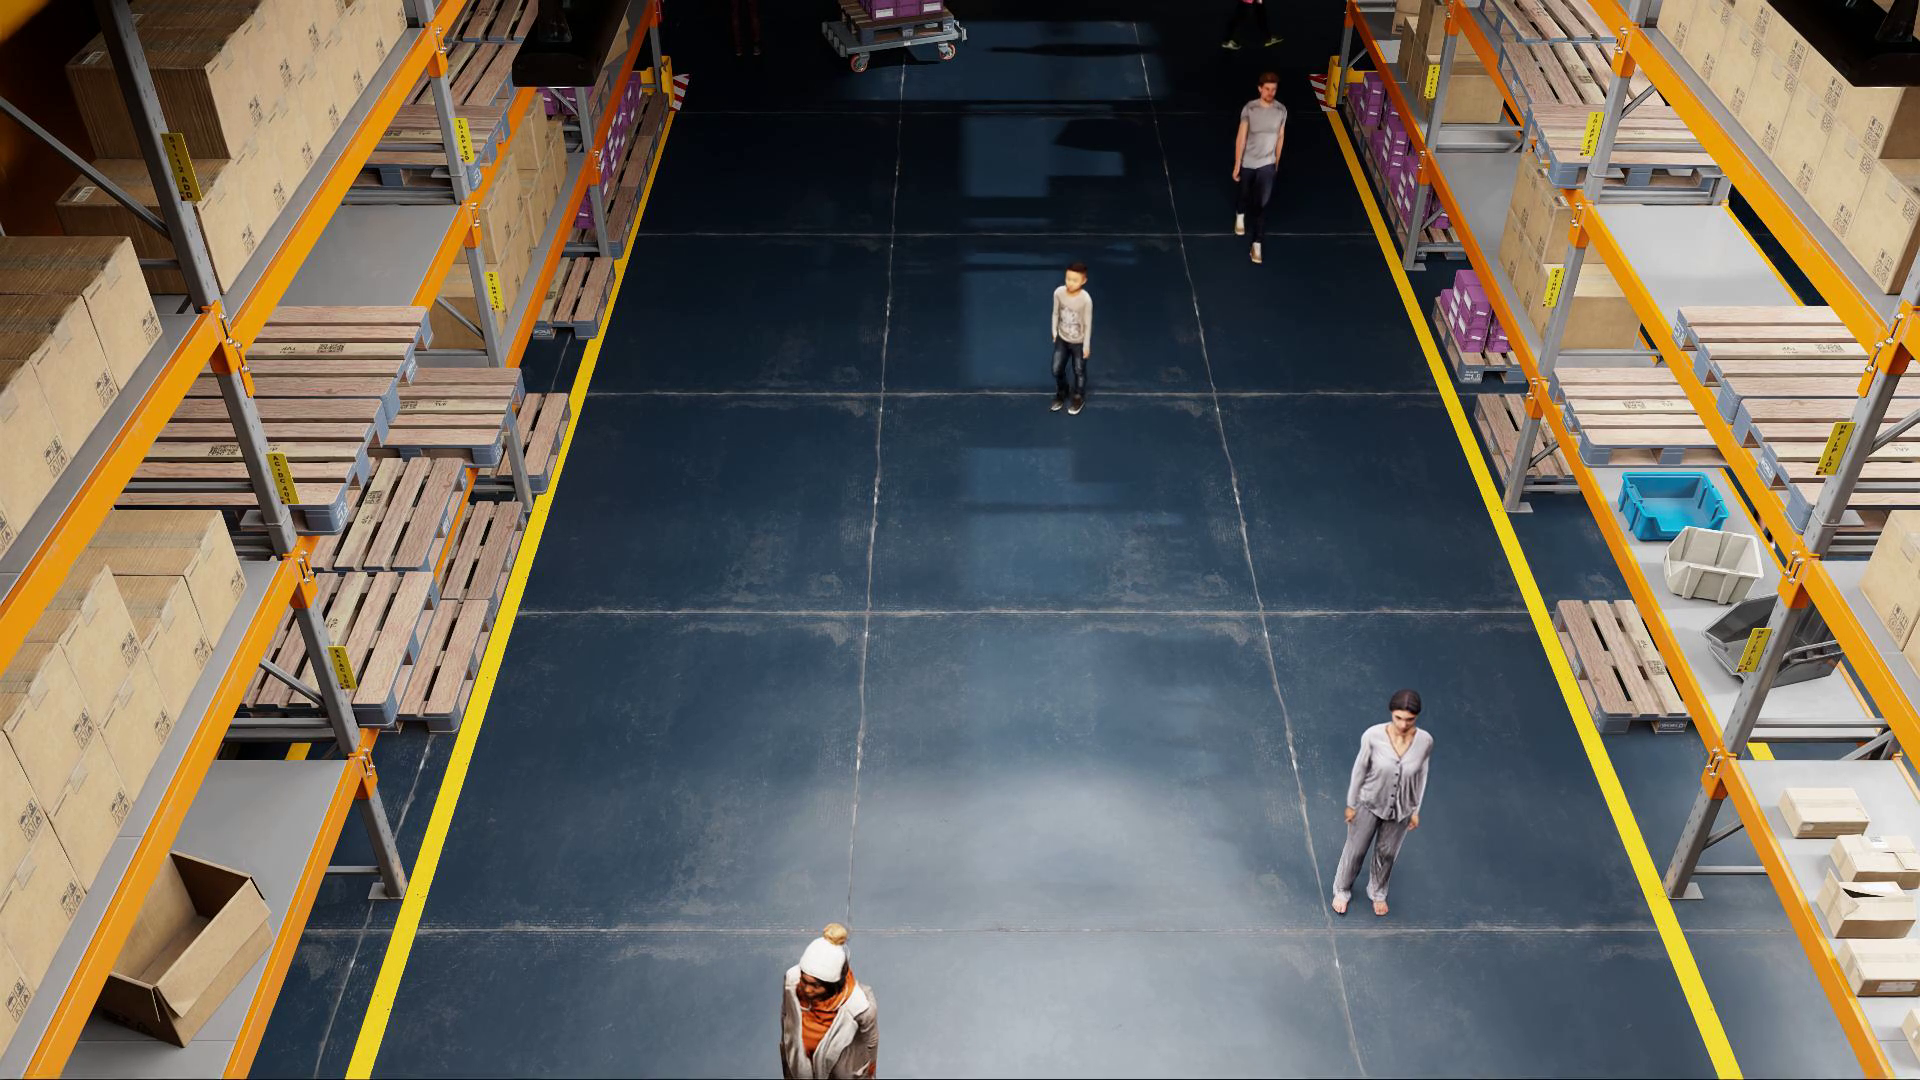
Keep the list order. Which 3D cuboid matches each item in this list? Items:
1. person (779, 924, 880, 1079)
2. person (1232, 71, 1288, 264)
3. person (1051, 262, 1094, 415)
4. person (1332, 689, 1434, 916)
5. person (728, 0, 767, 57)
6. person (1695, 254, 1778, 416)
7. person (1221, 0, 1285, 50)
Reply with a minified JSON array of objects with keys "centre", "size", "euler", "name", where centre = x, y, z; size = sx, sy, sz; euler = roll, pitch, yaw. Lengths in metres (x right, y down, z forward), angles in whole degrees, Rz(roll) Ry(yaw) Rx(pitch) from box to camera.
[{"centre":[-0.653,2.631,8.547],"size":[0.781,1.890,0.788],"euler":[14,41,16],"name":"person"},{"centre":[2.941,-3.804,16.640],"size":[0.725,1.846,1.221],"euler":[4,39,4],"name":"person"},{"centre":[1.015,-1.779,14.421],"size":[0.641,1.451,0.657],"euler":[16,41,19],"name":"person"},{"centre":[2.537,1.569,9.969],"size":[0.602,1.774,0.544],"euler":[2,39,3],"name":"person"},{"centre":[-2.698,-6.919,20.527],"size":[0.668,1.863,0.584],"euler":[1,39,2],"name":"person"},{"centre":[6.439,-1.542,13.814],"size":[0.712,1.838,0.707],"euler":[2,39,3],"name":"person"},{"centre":[3.535,-6.843,20.710],"size":[0.800,1.516,0.990],"euler":[11,40,13],"name":"person"}]
